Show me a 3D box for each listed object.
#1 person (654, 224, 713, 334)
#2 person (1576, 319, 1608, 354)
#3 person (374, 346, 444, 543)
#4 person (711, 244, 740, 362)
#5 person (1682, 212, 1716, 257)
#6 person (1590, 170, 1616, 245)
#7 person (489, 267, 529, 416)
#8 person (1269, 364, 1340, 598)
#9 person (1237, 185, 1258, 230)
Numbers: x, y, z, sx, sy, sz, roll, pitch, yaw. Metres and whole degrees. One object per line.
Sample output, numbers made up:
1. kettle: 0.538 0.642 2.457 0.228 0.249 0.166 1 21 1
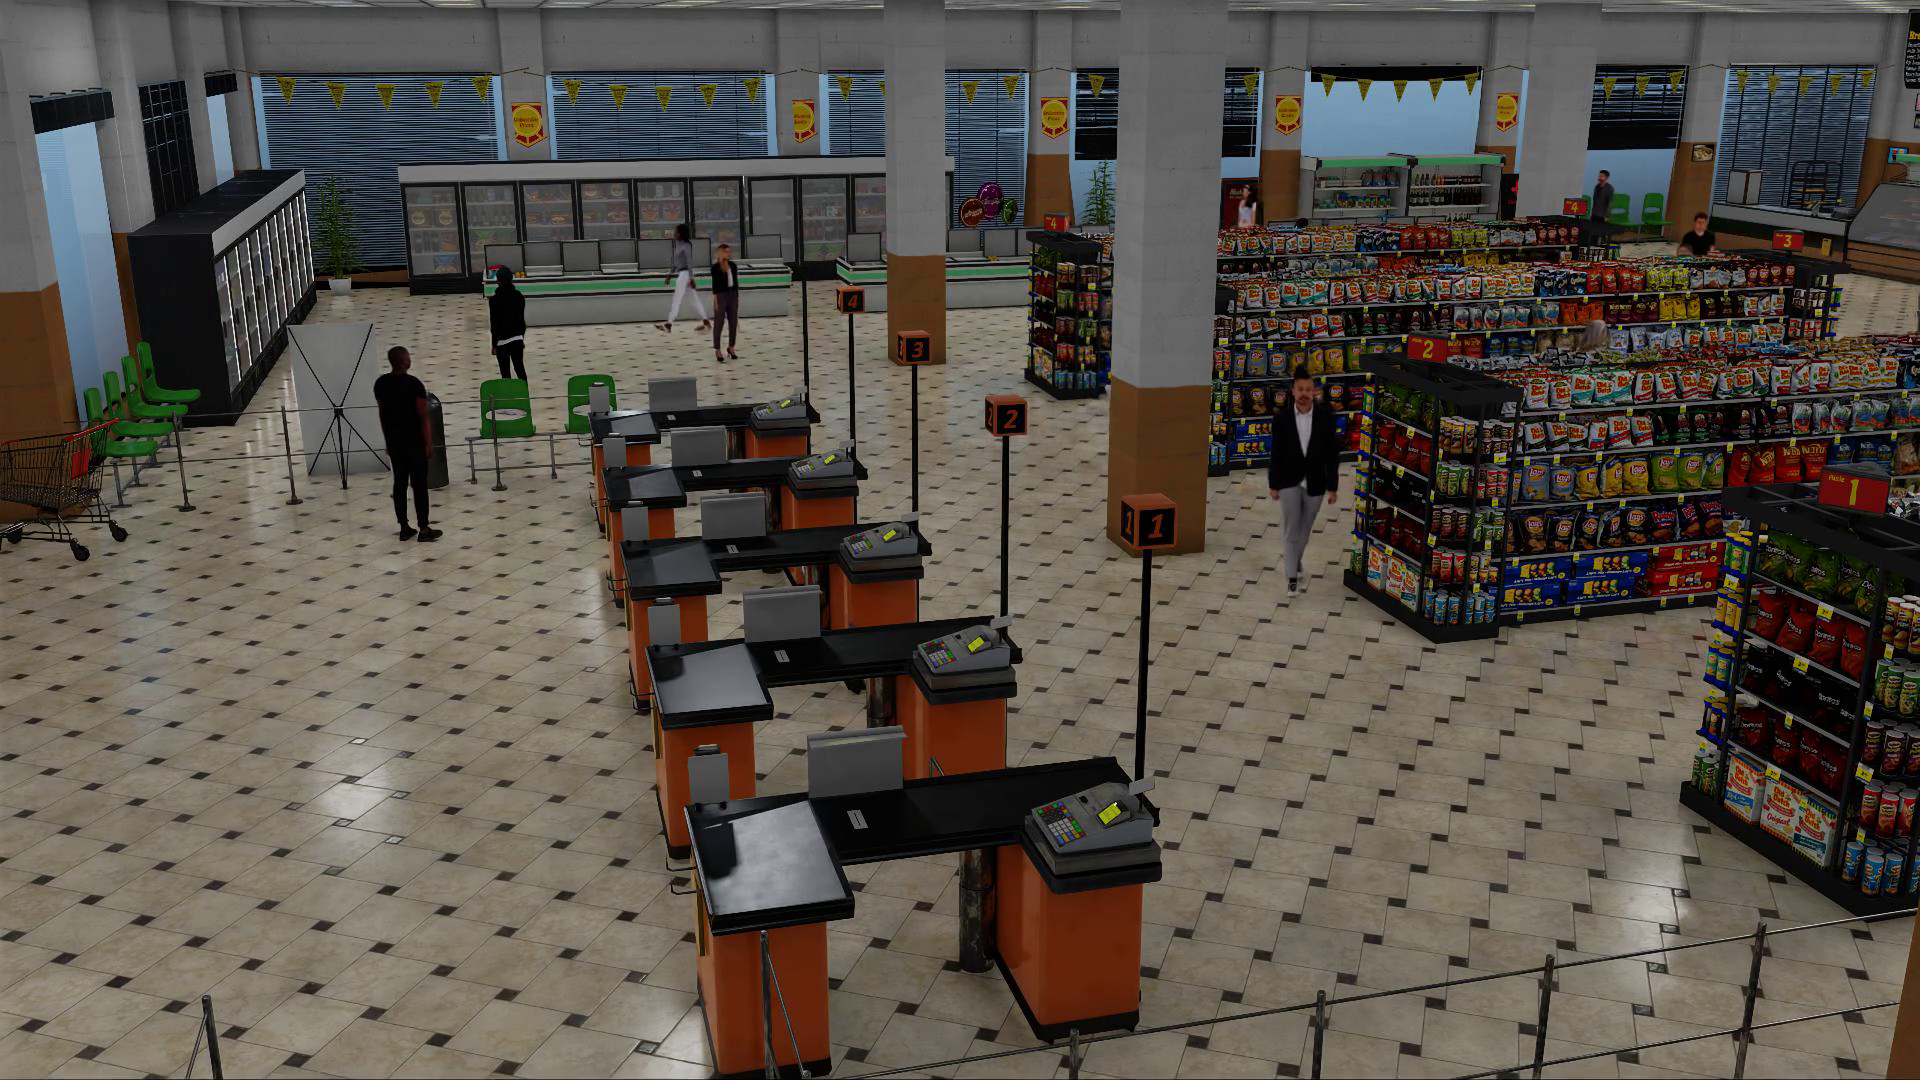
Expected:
1. person: -4.222 -4.072 26.092 1.183 1.672 0.690 -6 18 -20
2. person: 6.469 -1.415 17.243 0.757 1.728 0.662 -7 18 -23
3. person: -5.115 -0.889 15.356 0.694 1.819 0.812 5 18 15
4. person: -3.385 -3.429 23.980 0.616 1.668 0.737 -14 22 -39
5. person: 11.700 -4.281 26.485 1.025 1.844 1.005 4 17 14
6. person: 13.374 -6.749 34.581 0.708 1.863 0.750 -7 18 -22
7. person: -5.574 -2.474 20.576 0.823 1.818 0.737 12 21 35
8. person: 2.871 -0.508 13.958 1.268 1.903 1.061 2 17 6
9. person: 5.509 -5.829 31.672 1.165 1.792 0.891 -11 20 -33
